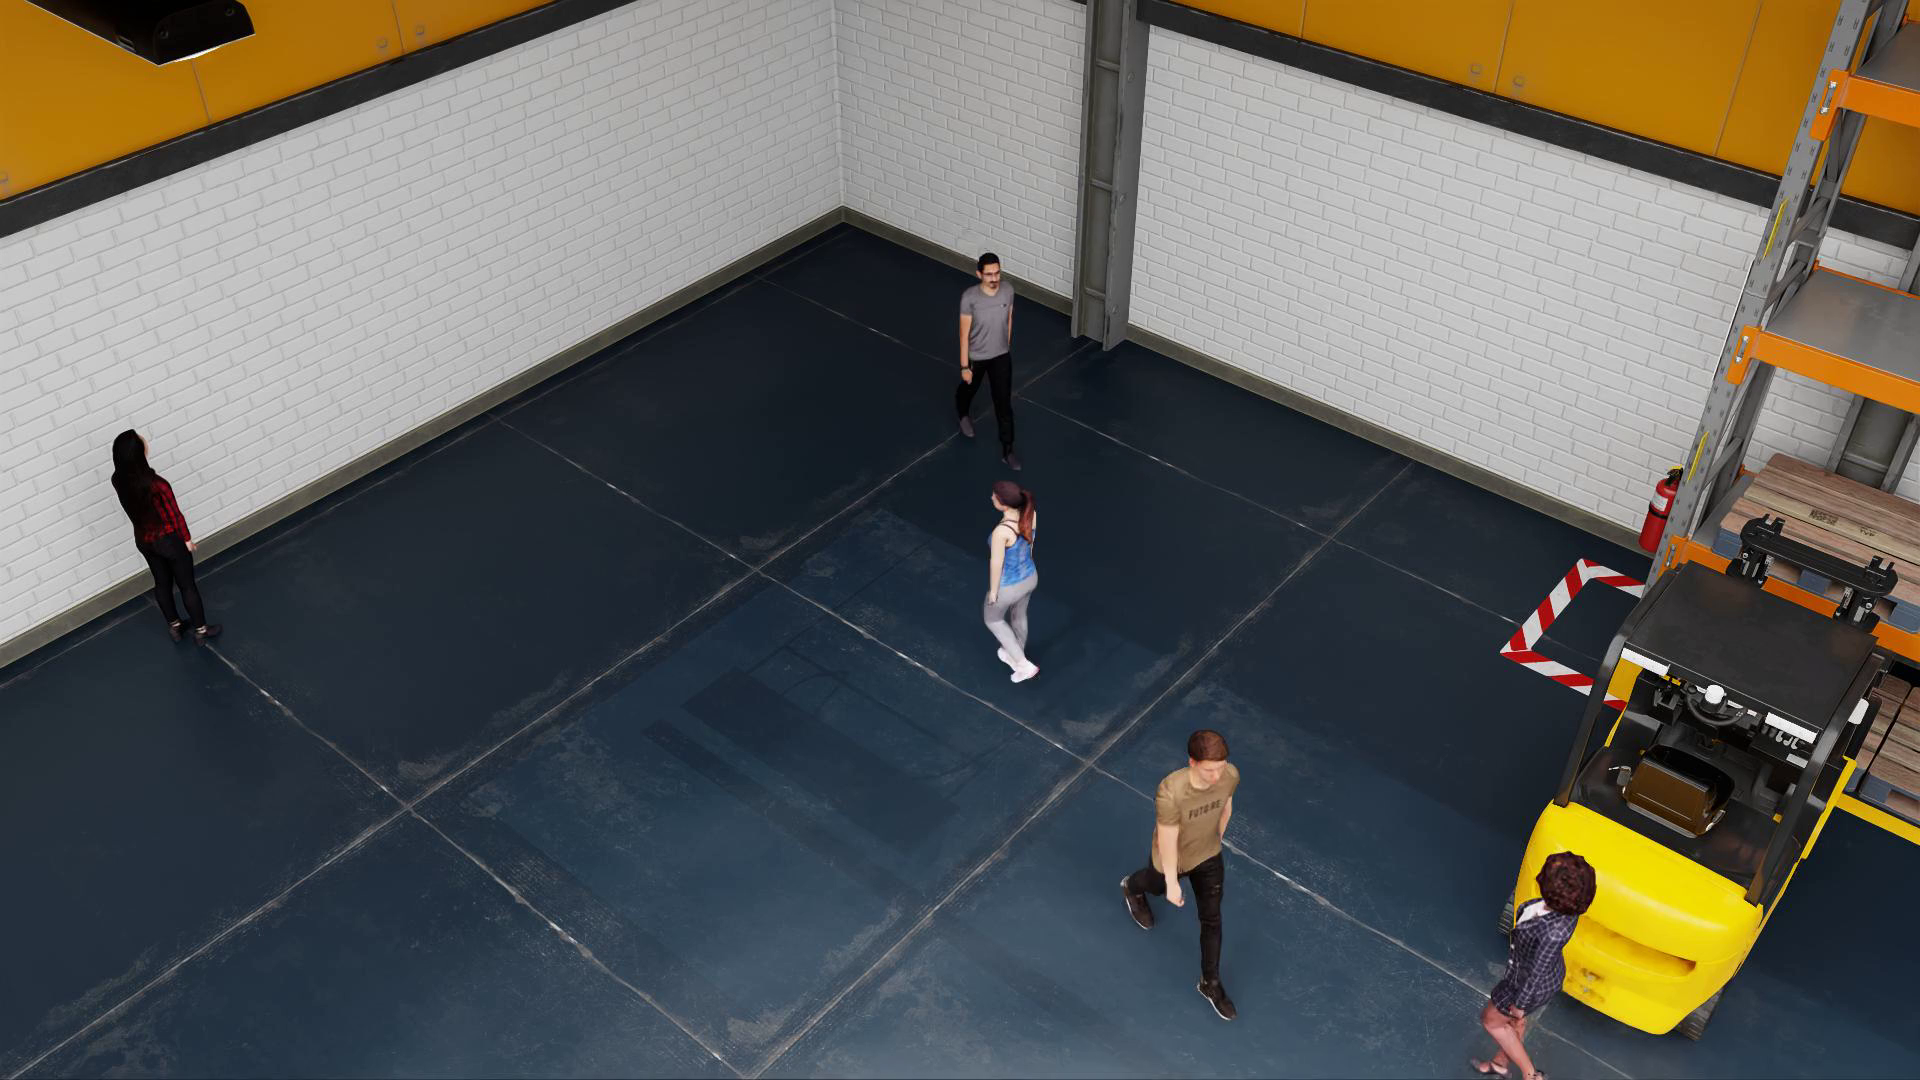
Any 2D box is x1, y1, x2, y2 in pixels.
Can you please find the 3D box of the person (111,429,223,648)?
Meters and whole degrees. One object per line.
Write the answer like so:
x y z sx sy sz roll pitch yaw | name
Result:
-5.283 0.011 10.988 0.595 1.649 0.716 9 39 11 | person

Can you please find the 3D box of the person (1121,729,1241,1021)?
1.140 1.619 8.848 1.071 1.805 1.348 -15 41 -18 | person

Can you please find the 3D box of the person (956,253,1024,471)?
0.162 -1.453 12.774 1.013 1.707 1.251 -14 41 -16 | person

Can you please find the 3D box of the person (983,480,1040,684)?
0.381 0.299 10.669 0.645 1.597 0.738 -29 47 -31 | person

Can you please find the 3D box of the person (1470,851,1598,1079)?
2.903 2.199 8.215 0.684 1.690 0.645 22 44 25 | person
